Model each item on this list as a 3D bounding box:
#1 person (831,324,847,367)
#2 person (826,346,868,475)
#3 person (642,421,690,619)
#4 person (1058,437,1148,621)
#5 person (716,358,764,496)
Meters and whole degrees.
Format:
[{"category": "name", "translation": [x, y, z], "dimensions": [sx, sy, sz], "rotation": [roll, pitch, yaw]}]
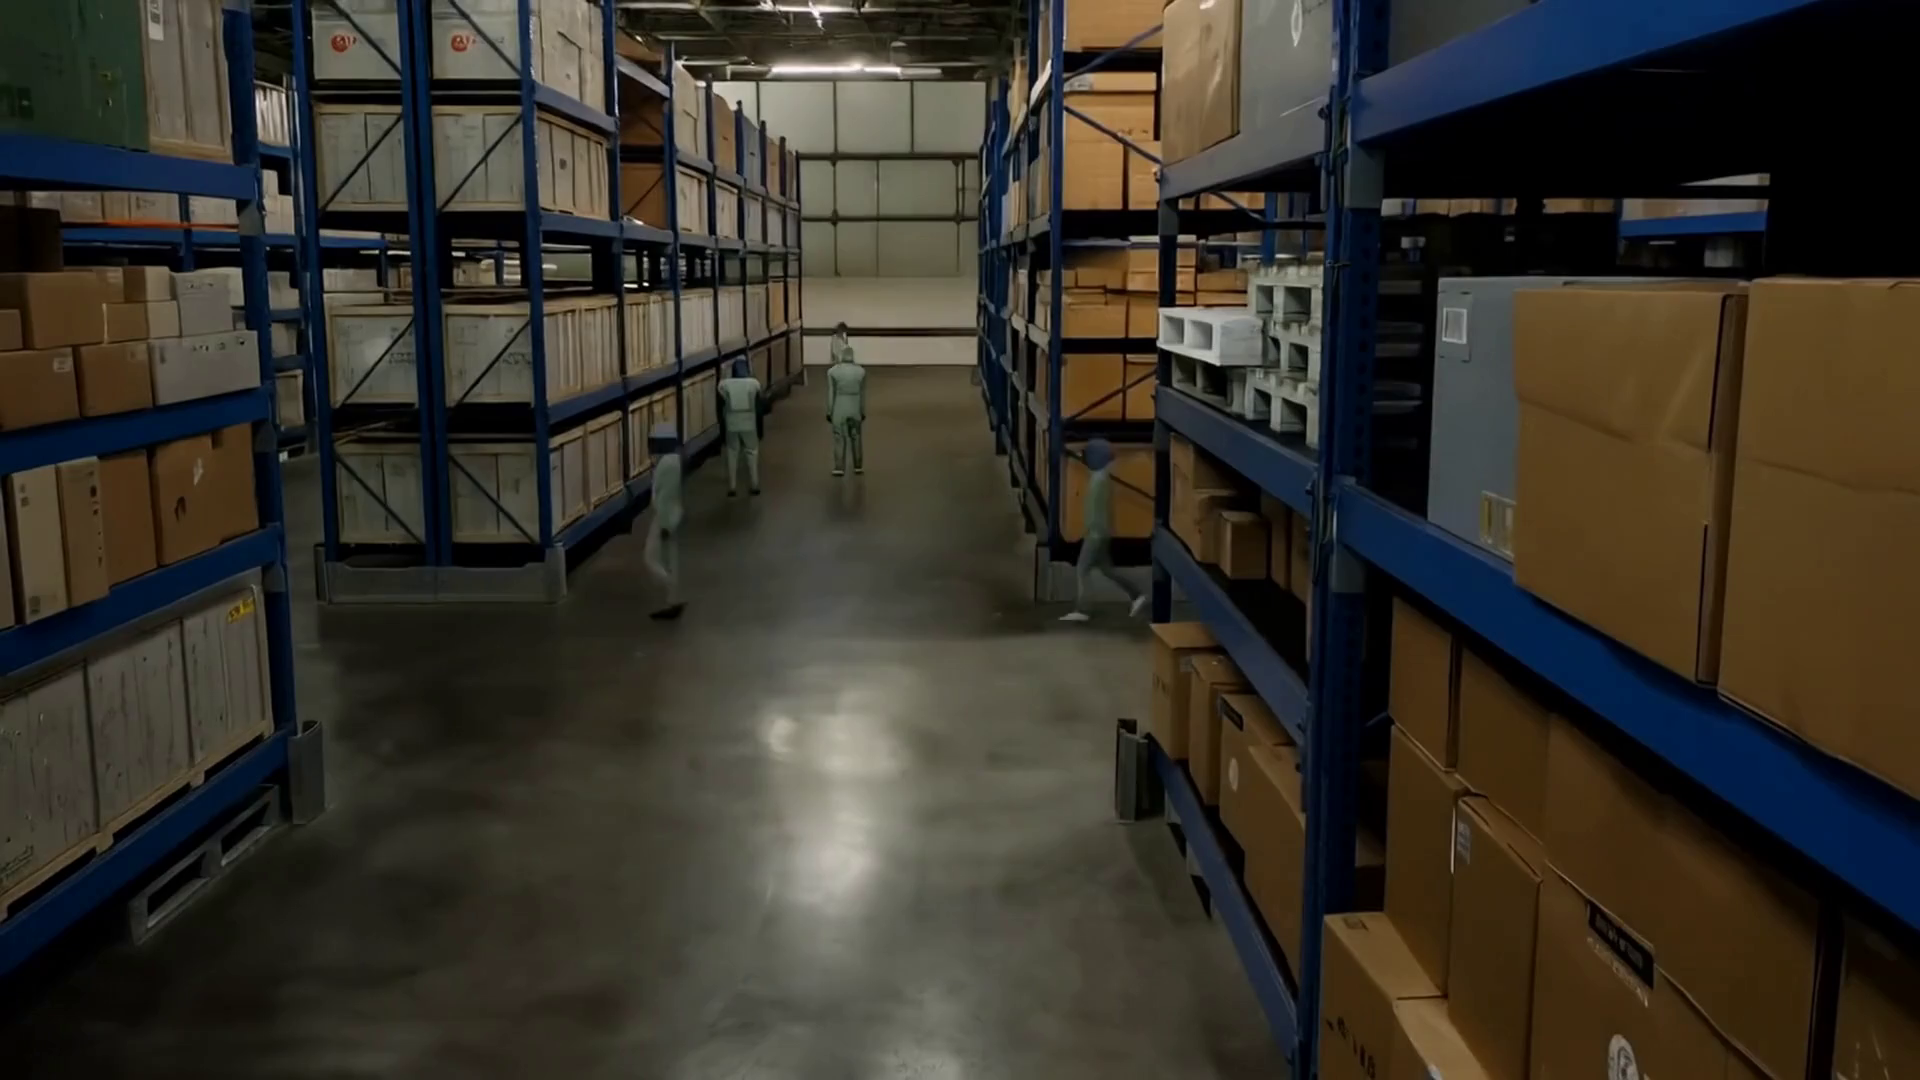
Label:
[{"category": "person", "translation": [-3.080, -4.782, 43.103], "dimensions": [0.517, 1.600, 0.838], "rotation": [-6, 11, -35]}, {"category": "person", "translation": [-1.685, -1.911, 24.555], "dimensions": [0.642, 1.909, 0.409], "rotation": [-5, 10, -26]}, {"category": "person", "translation": [-2.562, -0.155, 14.307], "dimensions": [0.352, 1.729, 0.516], "rotation": [-1, 9, -3]}, {"category": "person", "translation": [1.240, -0.091, 14.296], "dimensions": [0.700, 1.607, 0.500], "rotation": [1, 9, 8]}, {"category": "person", "translation": [-2.934, -1.506, 22.270], "dimensions": [0.627, 1.844, 0.429], "rotation": [-1, 9, -5]}]
